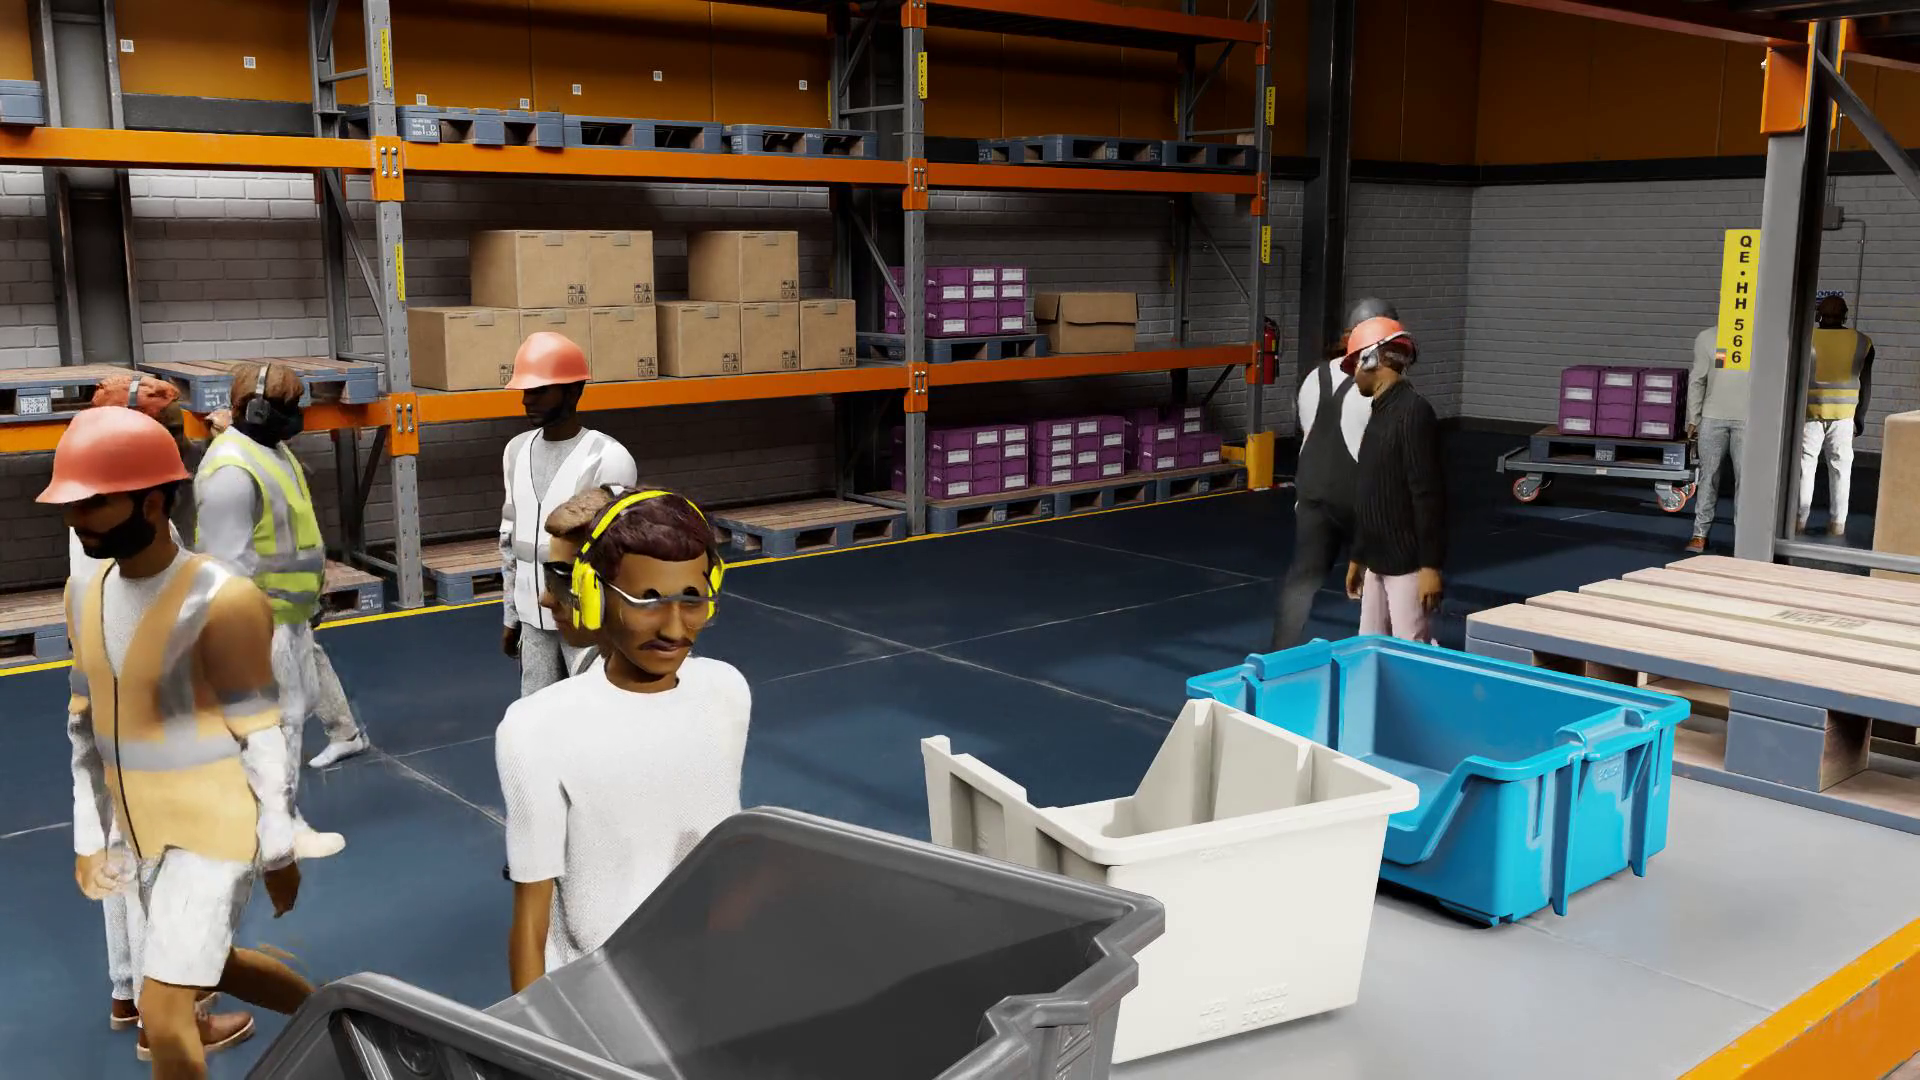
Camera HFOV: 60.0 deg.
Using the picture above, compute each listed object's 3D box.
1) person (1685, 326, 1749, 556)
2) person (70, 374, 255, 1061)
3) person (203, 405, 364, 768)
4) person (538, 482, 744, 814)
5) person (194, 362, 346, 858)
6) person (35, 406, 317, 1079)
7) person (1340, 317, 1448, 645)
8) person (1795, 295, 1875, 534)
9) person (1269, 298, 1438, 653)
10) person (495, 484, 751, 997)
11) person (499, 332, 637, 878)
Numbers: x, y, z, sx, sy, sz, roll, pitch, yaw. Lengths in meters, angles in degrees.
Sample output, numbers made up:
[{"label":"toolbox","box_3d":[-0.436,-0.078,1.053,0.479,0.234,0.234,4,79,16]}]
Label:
[{"label":"person","box_3d":[5.546,-0.850,11.940,0.630,1.940,0.372,7,12,33]},{"label":"person","box_3d":[-2.248,0.486,4.607,0.337,1.882,0.583,-8,13,-38]},{"label":"person","box_3d":[-2.885,0.233,6.853,0.902,1.580,0.559,-9,14,-42]},{"label":"person","box_3d":[-0.552,0.806,2.946,0.373,1.847,0.525,-8,13,-37]},{"label":"person","box_3d":[-2.589,0.266,6.017,0.583,1.820,0.655,-2,10,-10]},{"label":"person","box_3d":[-1.716,0.620,3.837,0.554,1.904,0.900,5,11,28]},{"label":"person","box_3d":[1.748,0.099,6.632,0.389,1.946,0.752,-1,10,-4]},{"label":"person","box_3d":[6.655,-0.960,12.827,0.630,1.842,0.429,2,10,12]},{"label":"person","box_3d":[1.958,-0.257,8.329,1.107,2.000,0.676,-8,13,-36]},{"label":"person","box_3d":[-0.499,0.834,2.719,0.327,1.865,0.517,8,13,39]},{"label":"person","box_3d":[-1.374,0.254,5.758,0.552,1.937,0.356,5,11,25]}]
